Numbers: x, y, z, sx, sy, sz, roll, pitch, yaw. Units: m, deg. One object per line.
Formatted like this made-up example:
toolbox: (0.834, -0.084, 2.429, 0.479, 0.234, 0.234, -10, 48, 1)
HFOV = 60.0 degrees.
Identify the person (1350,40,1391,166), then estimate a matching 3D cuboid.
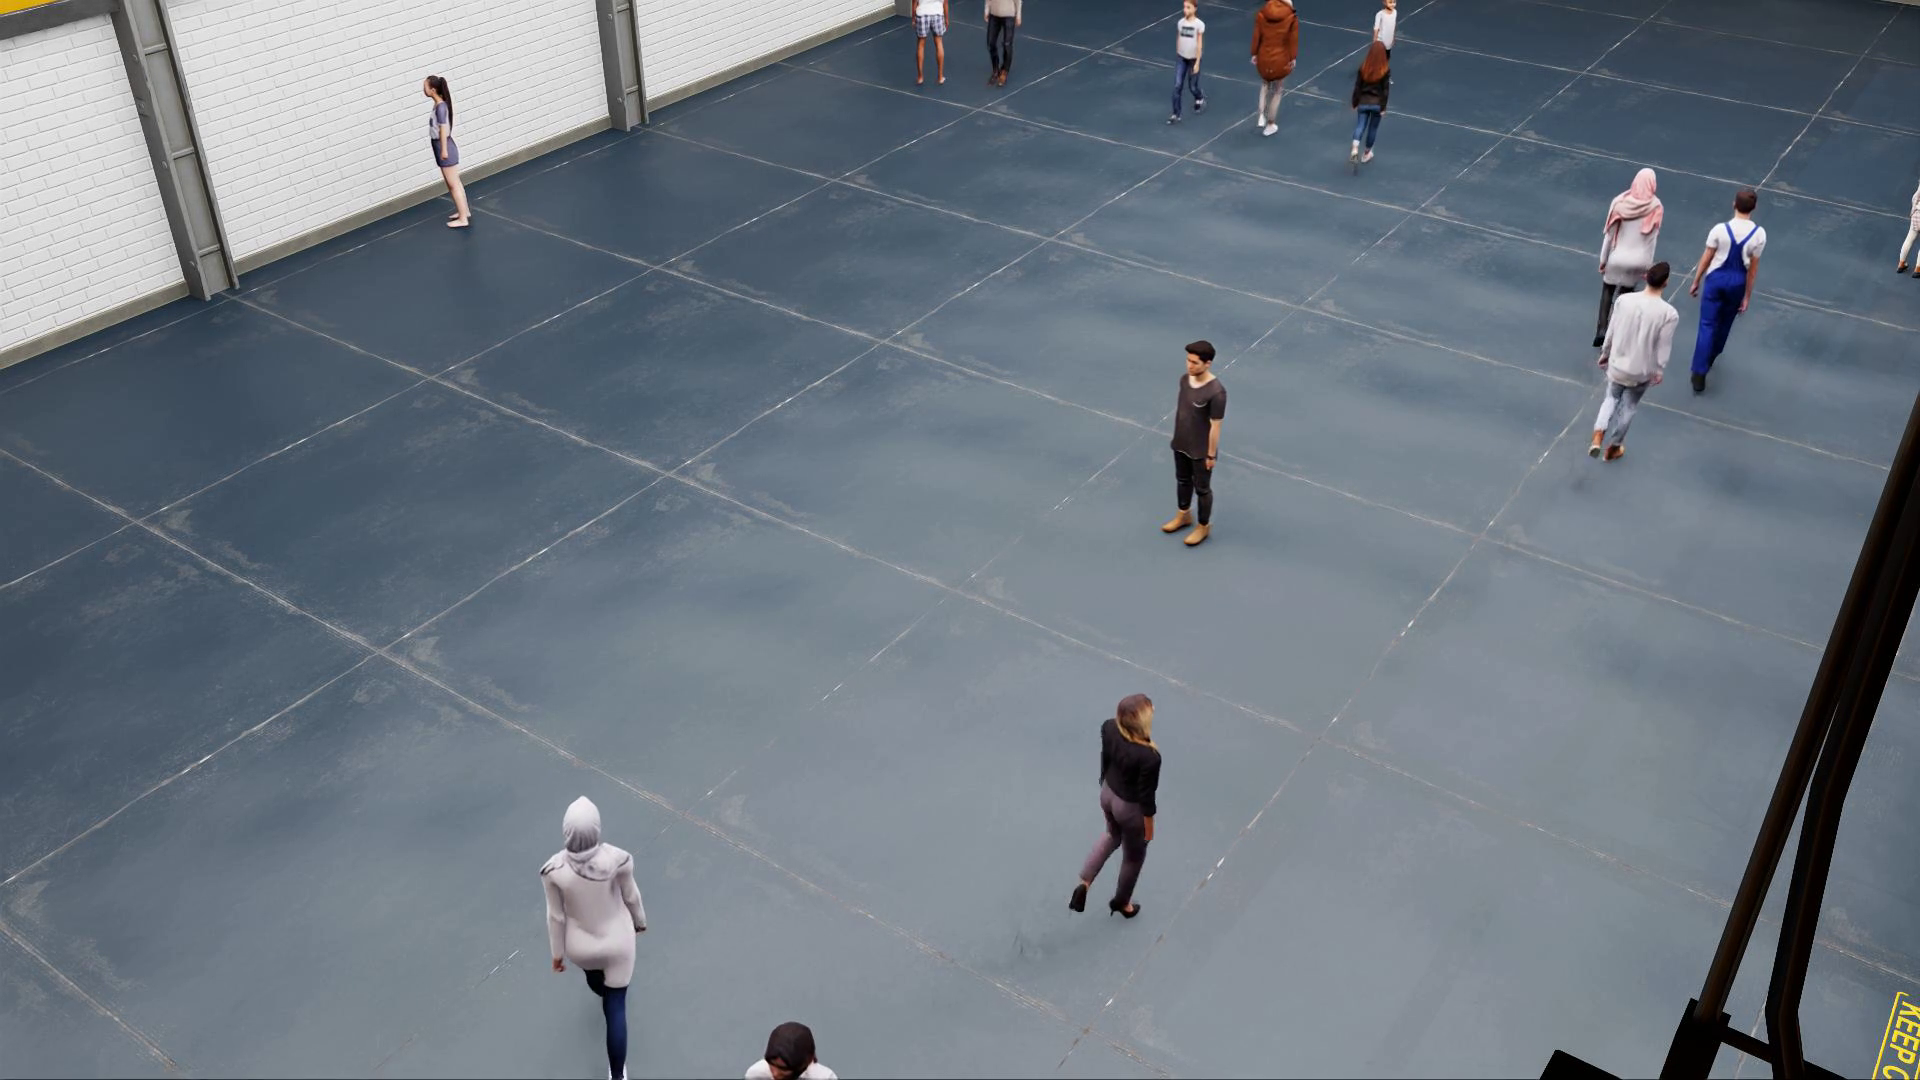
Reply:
person: (4.807, -5.105, 19.529, 0.667, 1.469, 0.873, 14, 36, 20)

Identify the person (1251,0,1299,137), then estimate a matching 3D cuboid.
person: (3.806, -5.838, 20.313, 0.721, 1.822, 0.708, 19, 38, 26)

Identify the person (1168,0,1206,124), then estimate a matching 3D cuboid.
person: (2.902, -6.046, 20.881, 0.575, 1.539, 0.949, 19, 38, 26)

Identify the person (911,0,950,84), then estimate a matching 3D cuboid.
person: (-0.404, -6.937, 22.053, 0.724, 1.727, 0.731, 1, 34, 2)

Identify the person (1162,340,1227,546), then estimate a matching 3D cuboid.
person: (1.820, -0.776, 12.798, 0.666, 1.711, 0.678, -20, 38, -27)

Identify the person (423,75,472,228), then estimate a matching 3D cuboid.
person: (-5.550, -4.221, 18.039, 0.704, 1.646, 0.662, -9, 35, -13)

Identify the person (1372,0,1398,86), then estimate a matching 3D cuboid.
person: (5.622, -6.699, 22.119, 0.590, 1.256, 0.658, -10, 35, -15)

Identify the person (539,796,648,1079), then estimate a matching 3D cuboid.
person: (-1.822, 2.117, 8.432, 1.094, 1.725, 1.185, -4, 34, -6)

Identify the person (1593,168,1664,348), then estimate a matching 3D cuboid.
person: (6.153, -2.536, 15.373, 0.706, 1.791, 0.863, 15, 36, 21)

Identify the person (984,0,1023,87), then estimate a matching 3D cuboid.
person: (0.587, -6.966, 21.975, 0.749, 1.861, 0.714, 9, 35, 13)

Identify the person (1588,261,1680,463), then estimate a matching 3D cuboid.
person: (5.484, -1.410, 13.649, 0.738, 1.825, 0.824, 26, 41, 33)

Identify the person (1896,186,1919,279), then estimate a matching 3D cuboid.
person: (9.900, -3.335, 17.007, 0.604, 1.312, 0.589, -23, 40, -30)

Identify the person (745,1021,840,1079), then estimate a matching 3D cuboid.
person: (-0.736, 2.756, 7.476, 0.662, 1.720, 0.678, 2, 34, 3)

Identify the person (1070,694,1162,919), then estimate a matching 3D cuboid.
person: (0.858, 1.551, 9.340, 0.847, 1.664, 0.743, -21, 39, -28)

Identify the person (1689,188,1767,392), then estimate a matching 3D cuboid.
person: (6.807, -2.205, 14.853, 0.842, 1.816, 1.164, 12, 35, 17)
